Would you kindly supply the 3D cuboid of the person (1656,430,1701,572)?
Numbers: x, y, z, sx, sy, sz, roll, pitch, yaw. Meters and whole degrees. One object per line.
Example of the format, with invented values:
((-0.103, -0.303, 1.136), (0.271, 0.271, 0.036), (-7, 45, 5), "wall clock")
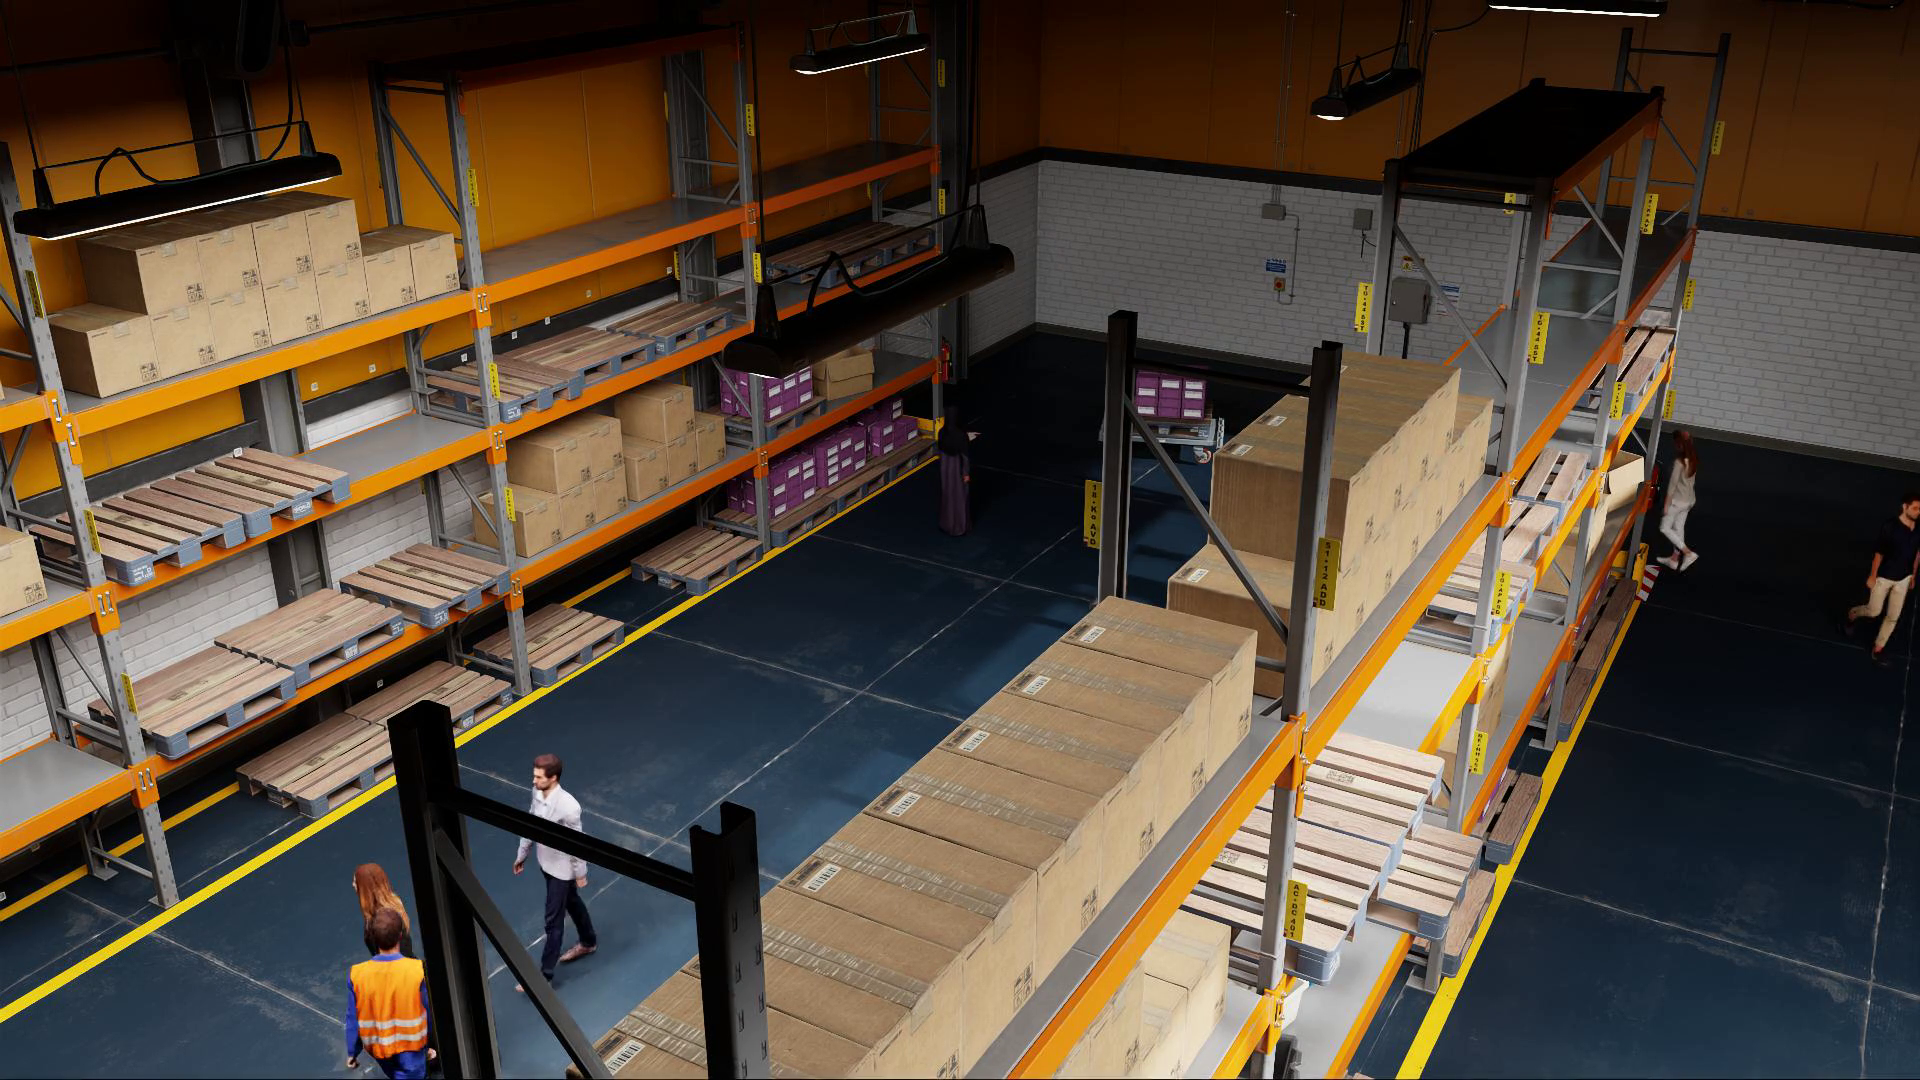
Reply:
((8.152, -0.400, 18.707), (0.846, 1.688, 0.901), (-14, 27, -29), "person")

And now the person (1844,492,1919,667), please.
((9.378, 0.335, 16.842), (0.978, 1.834, 1.096), (-2, 24, -4), "person")

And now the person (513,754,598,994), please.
((-2.886, 2.352, 12.240), (1.104, 1.824, 0.899), (-19, 30, -37), "person")

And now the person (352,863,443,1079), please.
((-3.678, 2.904, 11.144), (0.839, 1.691, 0.777), (-6, 24, -14), "person")

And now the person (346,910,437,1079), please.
((-3.494, 3.219, 10.285), (1.155, 1.801, 1.356), (-1, 24, -2), "person")

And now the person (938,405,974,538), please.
((-0.078, -0.842, 19.807), (0.632, 1.615, 0.626), (18, 29, 35), "person")
